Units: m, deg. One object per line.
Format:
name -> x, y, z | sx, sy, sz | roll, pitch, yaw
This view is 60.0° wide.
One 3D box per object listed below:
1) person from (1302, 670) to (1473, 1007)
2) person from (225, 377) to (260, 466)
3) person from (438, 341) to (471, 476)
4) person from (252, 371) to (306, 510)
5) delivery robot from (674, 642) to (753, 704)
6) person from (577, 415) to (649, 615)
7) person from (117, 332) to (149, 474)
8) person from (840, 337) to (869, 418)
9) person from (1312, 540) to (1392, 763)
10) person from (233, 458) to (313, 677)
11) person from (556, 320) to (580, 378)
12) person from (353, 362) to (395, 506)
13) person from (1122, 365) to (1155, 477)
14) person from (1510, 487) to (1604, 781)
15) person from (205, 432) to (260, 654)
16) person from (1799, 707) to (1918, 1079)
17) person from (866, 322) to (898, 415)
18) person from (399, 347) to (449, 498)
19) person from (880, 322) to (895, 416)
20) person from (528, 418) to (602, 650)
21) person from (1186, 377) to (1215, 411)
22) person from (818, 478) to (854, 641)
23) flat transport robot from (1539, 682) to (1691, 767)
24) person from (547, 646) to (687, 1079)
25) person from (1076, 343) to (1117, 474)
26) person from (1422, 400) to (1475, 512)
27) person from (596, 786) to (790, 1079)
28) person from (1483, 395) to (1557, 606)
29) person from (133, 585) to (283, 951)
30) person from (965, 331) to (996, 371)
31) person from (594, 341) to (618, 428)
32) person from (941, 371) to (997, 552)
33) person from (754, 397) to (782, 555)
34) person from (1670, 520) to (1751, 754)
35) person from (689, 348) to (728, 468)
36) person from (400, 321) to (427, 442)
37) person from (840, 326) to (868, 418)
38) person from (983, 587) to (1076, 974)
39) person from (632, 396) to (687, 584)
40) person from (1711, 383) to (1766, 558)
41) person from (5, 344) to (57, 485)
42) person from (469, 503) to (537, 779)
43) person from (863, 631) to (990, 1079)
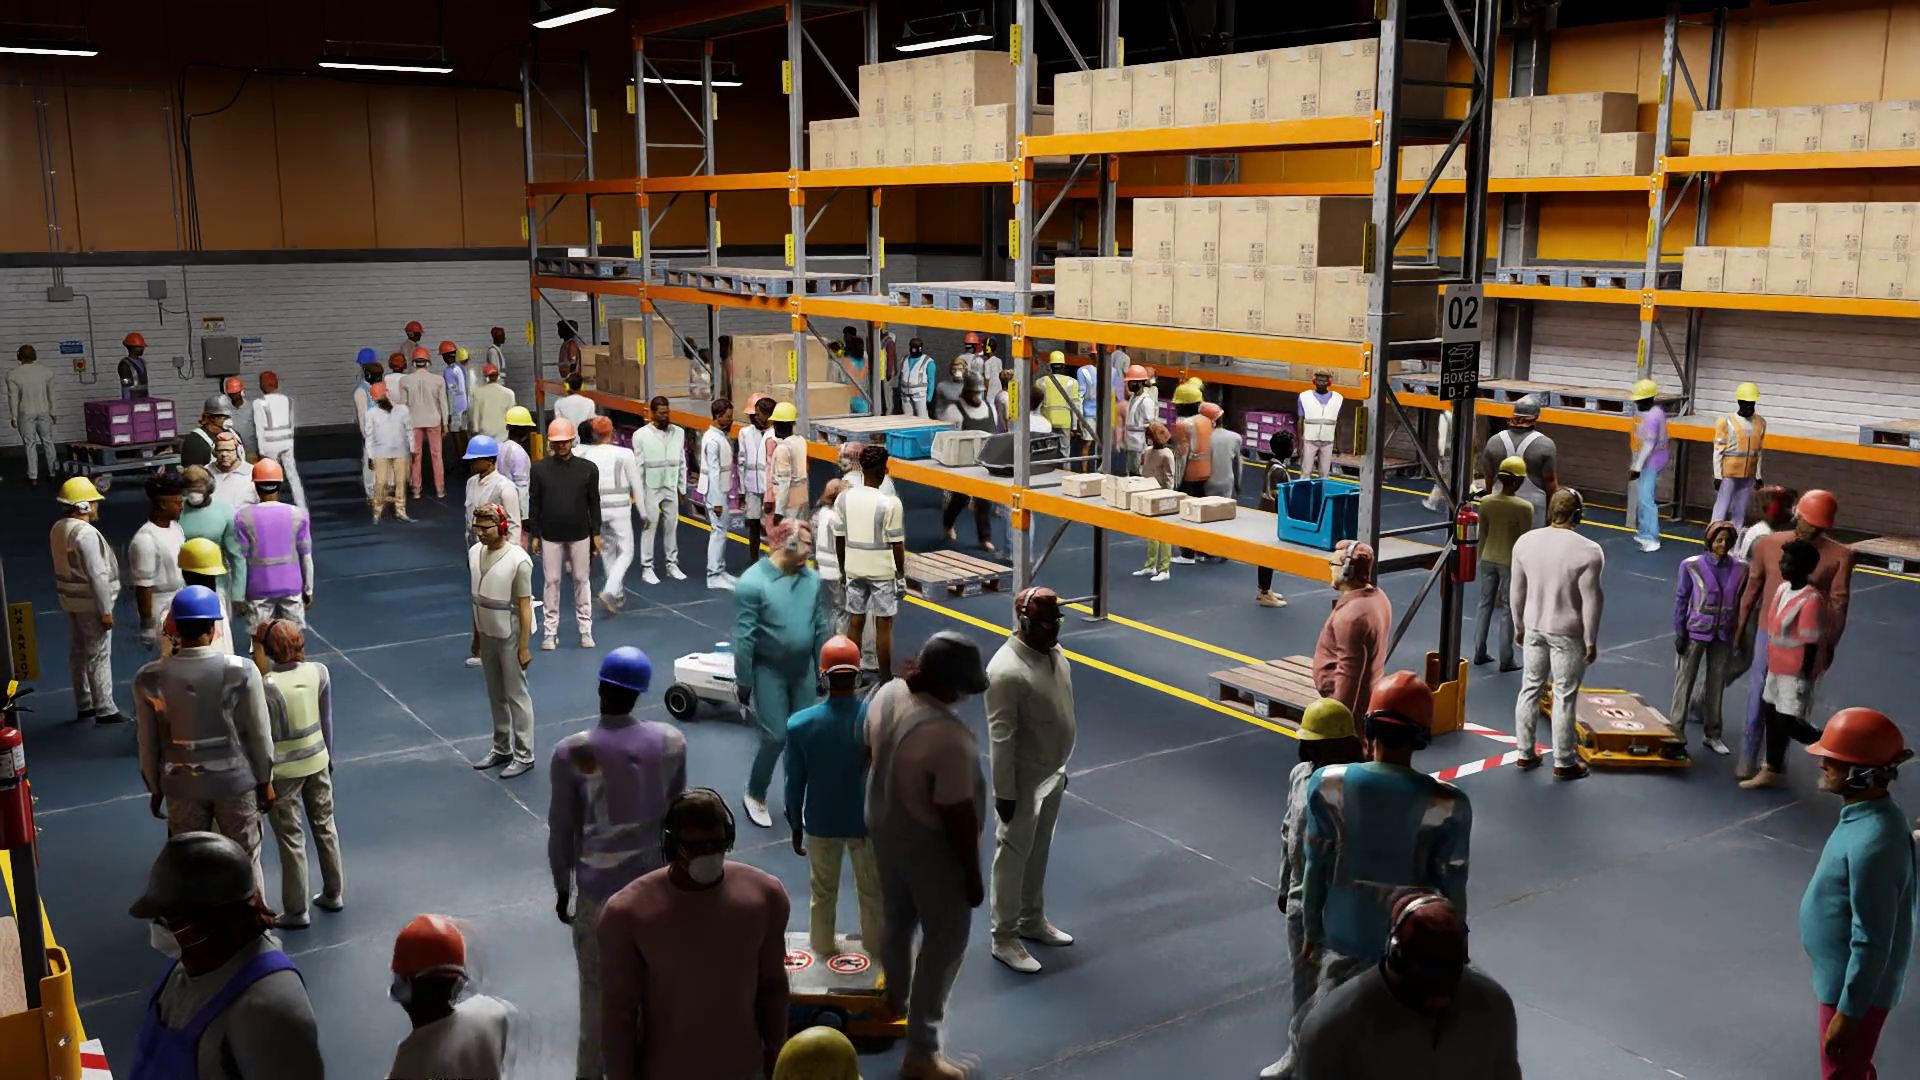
person -> 1.596, 1.488, 6.284 | 0.605, 2.031, 0.420 | 4, 12, 22
person -> -8.832, -1.132, 20.420 | 0.557, 1.743, 0.364 | -2, 11, -10
person -> -7.236, -1.879, 23.765 | 0.385, 1.927, 0.545 | 1, 11, 5
person -> -8.301, -1.116, 20.106 | 0.988, 1.828, 0.610 | 7, 13, 32
delivery robot -> -1.753, 1.001, 12.303 | 0.707, 0.478, 0.477 | 5, 12, 26
person -> -3.251, -0.238, 15.524 | 0.646, 1.861, 0.751 | 2, 11, 11
person -> -11.842, -1.974, 23.989 | 0.419, 2.034, 0.604 | 0, 11, 0
person -> -1.621, -2.173, 25.424 | 0.573, 1.874, 0.952 | -7, 13, -33
person -> 2.182, 0.940, 9.384 | 0.402, 1.911, 0.638 | 6, 12, 28
person -> -5.095, 0.353, 12.353 | 0.559, 1.922, 0.390 | -7, 13, -31
person -> -6.624, -2.761, 28.212 | 0.373, 1.958, 0.599 | -6, 13, -28
person -> -7.481, -1.357, 21.326 | 0.430, 1.838, 0.620 | 2, 11, 8
person -> 2.098, -1.116, 19.830 | 0.359, 1.936, 0.552 | -4, 12, -18
person -> 3.921, 0.614, 10.975 | 0.374, 1.939, 0.629 | -10, 15, -40
person -> -6.145, 0.033, 14.063 | 0.646, 1.902, 0.400 | -1, 11, -7
person -> 3.165, 1.567, 5.952 | 0.396, 1.992, 0.623 | 6, 13, 28
person -> -1.443, -3.192, 30.738 | 0.579, 1.829, 0.409 | -2, 11, -11
person -> -7.041, -1.540, 21.885 | 0.618, 1.986, 0.408 | -3, 12, -16
person -> -1.418, -3.086, 30.206 | 0.403, 1.824, 0.592 | -8, 14, -35
person -> -3.375, -0.054, 14.240 | 0.611, 1.996, 0.378 | -2, 11, -11
person -> 2.942, -1.131, 20.518 | 0.530, 1.746, 0.814 | -2, 11, -9
person -> -0.970, 0.287, 13.475 | 0.361, 1.613, 0.548 | -4, 12, -19
flat transport robot -> 4.603, 1.293, 11.779 | 0.652, 0.197, 1.431 | 1, 11, 5
person -> -1.437, 1.404, 7.052 | 0.613, 1.908, 0.468 | -7, 13, -33
person -> 1.863, -1.699, 22.541 | 0.606, 2.044, 0.373 | -5, 12, -24
person -> 6.070, -1.074, 20.479 | 0.531, 1.593, 0.844 | -3, 11, -14
person -> -0.824, 1.718, 5.321 | 0.632, 1.940, 0.372 | -6, 12, -27
person -> 5.305, -0.359, 15.690 | 0.683, 2.000, 0.538 | 9, 14, 38
person -> -3.644, 1.178, 8.090 | 0.604, 1.937, 0.402 | -2, 11, -12
person -> 0.353, -3.218, 30.830 | 0.626, 1.846, 0.429 | 6, 13, 28
person -> -5.678, -2.351, 26.762 | 0.536, 1.697, 0.322 | -2, 11, -11
person -> 0.100, -0.912, 18.520 | 0.686, 2.000, 0.764 | -6, 12, -27
person -> -1.863, -0.476, 16.638 | 0.407, 1.909, 0.591 | -1, 11, -3
person -> 5.161, 0.669, 11.453 | 0.513, 1.642, 0.313 | 0, 11, 0
person -> -3.613, -1.894, 24.209 | 0.635, 1.800, 0.890 | -8, 13, -35
person -> -8.923, -2.582, 27.218 | 0.412, 1.985, 0.611 | 1, 11, 5
person -> -1.752, -2.418, 26.418 | 0.607, 1.966, 0.367 | 5, 12, 24
person -> 0.375, 1.162, 8.250 | 0.402, 1.906, 0.652 | 6, 13, 29
person -> -3.041, -0.512, 16.832 | 0.591, 1.906, 0.410 | -9, 14, -39
person -> 8.357, -0.725, 17.851 | 0.585, 1.929, 0.377 | -2, 11, -11
person -> -12.798, -1.730, 22.969 | 0.372, 1.940, 0.631 | 9, 14, 39
person -> -3.030, 0.650, 11.055 | 0.561, 1.836, 0.394 | 8, 14, 37
person -> -0.134, 1.282, 7.289 | 0.534, 2.000, 0.804 | -7, 13, -33
